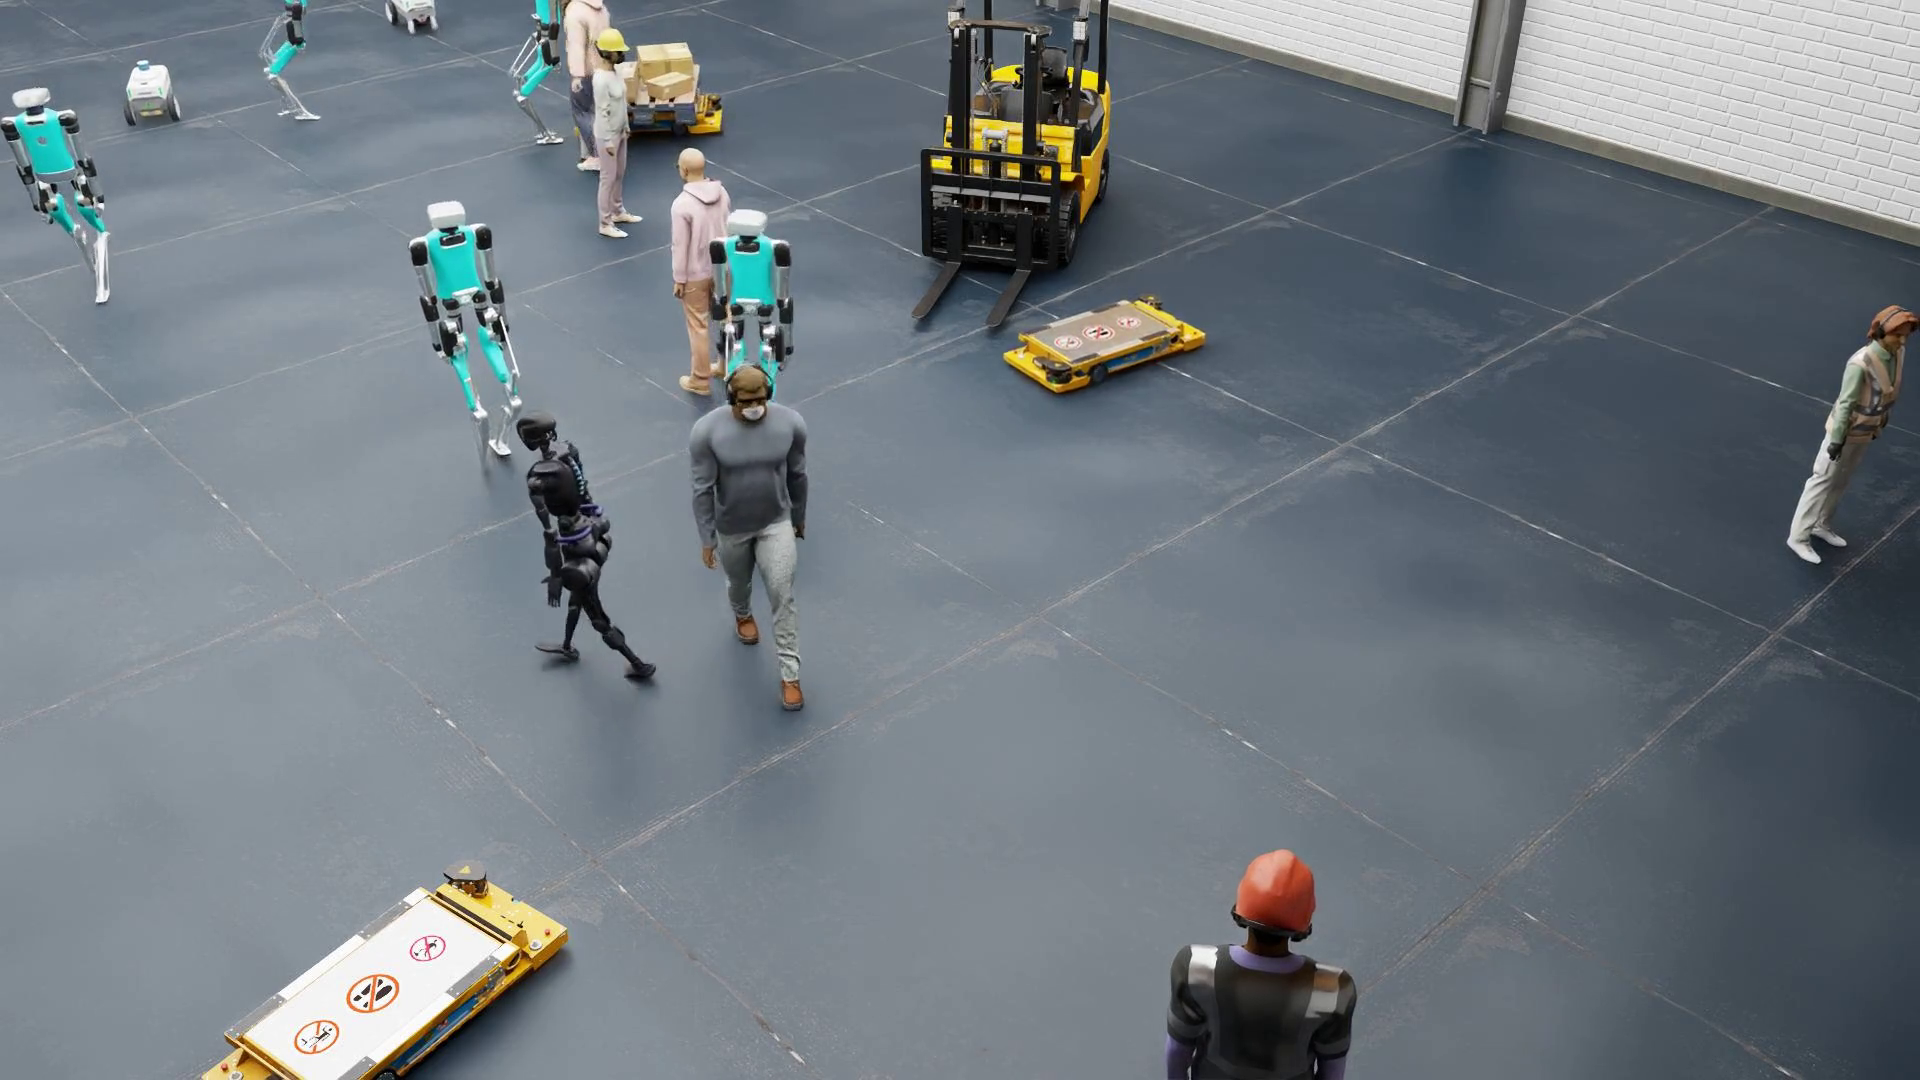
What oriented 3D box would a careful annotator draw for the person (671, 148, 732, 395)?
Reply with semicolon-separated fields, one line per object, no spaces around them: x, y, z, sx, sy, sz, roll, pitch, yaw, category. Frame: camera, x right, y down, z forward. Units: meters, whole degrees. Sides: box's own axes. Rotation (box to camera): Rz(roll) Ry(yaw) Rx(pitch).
-1.781;-1.872;11.674;0.417;1.774;0.536;24;40;32;person

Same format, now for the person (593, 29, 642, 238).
-2.924;-3.459;14.133;0.378;1.756;0.533;5;33;8;person

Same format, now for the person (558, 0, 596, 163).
-3.482;-4.443;15.542;0.390;1.868;0.558;-2;33;-2;person

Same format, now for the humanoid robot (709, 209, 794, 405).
-1.383;-1.112;10.604;0.528;1.772;1.034;5;33;7;humanoid robot

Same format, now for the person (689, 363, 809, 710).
-1.094;-0.104;8.845;0.636;1.895;0.961;-8;34;-12;person

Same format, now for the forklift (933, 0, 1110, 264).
0.570;-3.725;14.138;1.214;2.155;2.313;9;34;13;forklift

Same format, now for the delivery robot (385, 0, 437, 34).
-6.463;-6.326;19.628;0.499;0.589;0.791;-19;37;-26;delivery robot

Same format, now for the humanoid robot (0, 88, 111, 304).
-6.986;-2.743;13.095;0.549;1.830;0.885;-9;34;-14;humanoid robot

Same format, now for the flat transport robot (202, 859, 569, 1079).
-2.442;1.967;7.149;0.659;0.231;1.431;21;38;28;flat transport robot

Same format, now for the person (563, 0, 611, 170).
-3.435;-4.378;15.476;0.505;1.820;0.848;11;35;16;person

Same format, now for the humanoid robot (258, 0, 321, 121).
-6.804;-5.040;16.578;0.795;1.788;0.531;-13;35;-19;humanoid robot

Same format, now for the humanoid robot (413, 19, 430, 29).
-6.432;-6.832;19.392;0.590;1.646;0.361;16;36;24;humanoid robot

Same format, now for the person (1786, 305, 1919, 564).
5.318;-0.638;9.897;0.517;1.636;0.311;-22;39;-30;person

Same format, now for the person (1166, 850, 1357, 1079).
0.992;1.856;5.698;0.604;2.043;0.371;6;33;9;person

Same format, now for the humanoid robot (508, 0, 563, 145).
-4.124;-4.698;16.024;0.706;1.752;0.540;-14;36;-20;humanoid robot

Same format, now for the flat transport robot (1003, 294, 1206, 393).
1.091;-1.477;12.443;1.431;0.231;0.659;-21;38;-29;flat transport robot

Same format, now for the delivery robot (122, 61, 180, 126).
-8.238;-4.550;16.921;0.499;0.613;0.816;-10;34;-15;delivery robot

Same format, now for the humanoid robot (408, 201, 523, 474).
-3.104;-1.206;10.783;0.539;1.899;0.704;-20;38;-28;humanoid robot

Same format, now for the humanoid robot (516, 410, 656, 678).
-2.039;0.037;8.869;0.698;1.640;0.613;7;34;10;humanoid robot

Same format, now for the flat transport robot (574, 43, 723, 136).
-3.124;-4.277;16.746;1.431;0.231;0.659;-2;33;-4;flat transport robot
